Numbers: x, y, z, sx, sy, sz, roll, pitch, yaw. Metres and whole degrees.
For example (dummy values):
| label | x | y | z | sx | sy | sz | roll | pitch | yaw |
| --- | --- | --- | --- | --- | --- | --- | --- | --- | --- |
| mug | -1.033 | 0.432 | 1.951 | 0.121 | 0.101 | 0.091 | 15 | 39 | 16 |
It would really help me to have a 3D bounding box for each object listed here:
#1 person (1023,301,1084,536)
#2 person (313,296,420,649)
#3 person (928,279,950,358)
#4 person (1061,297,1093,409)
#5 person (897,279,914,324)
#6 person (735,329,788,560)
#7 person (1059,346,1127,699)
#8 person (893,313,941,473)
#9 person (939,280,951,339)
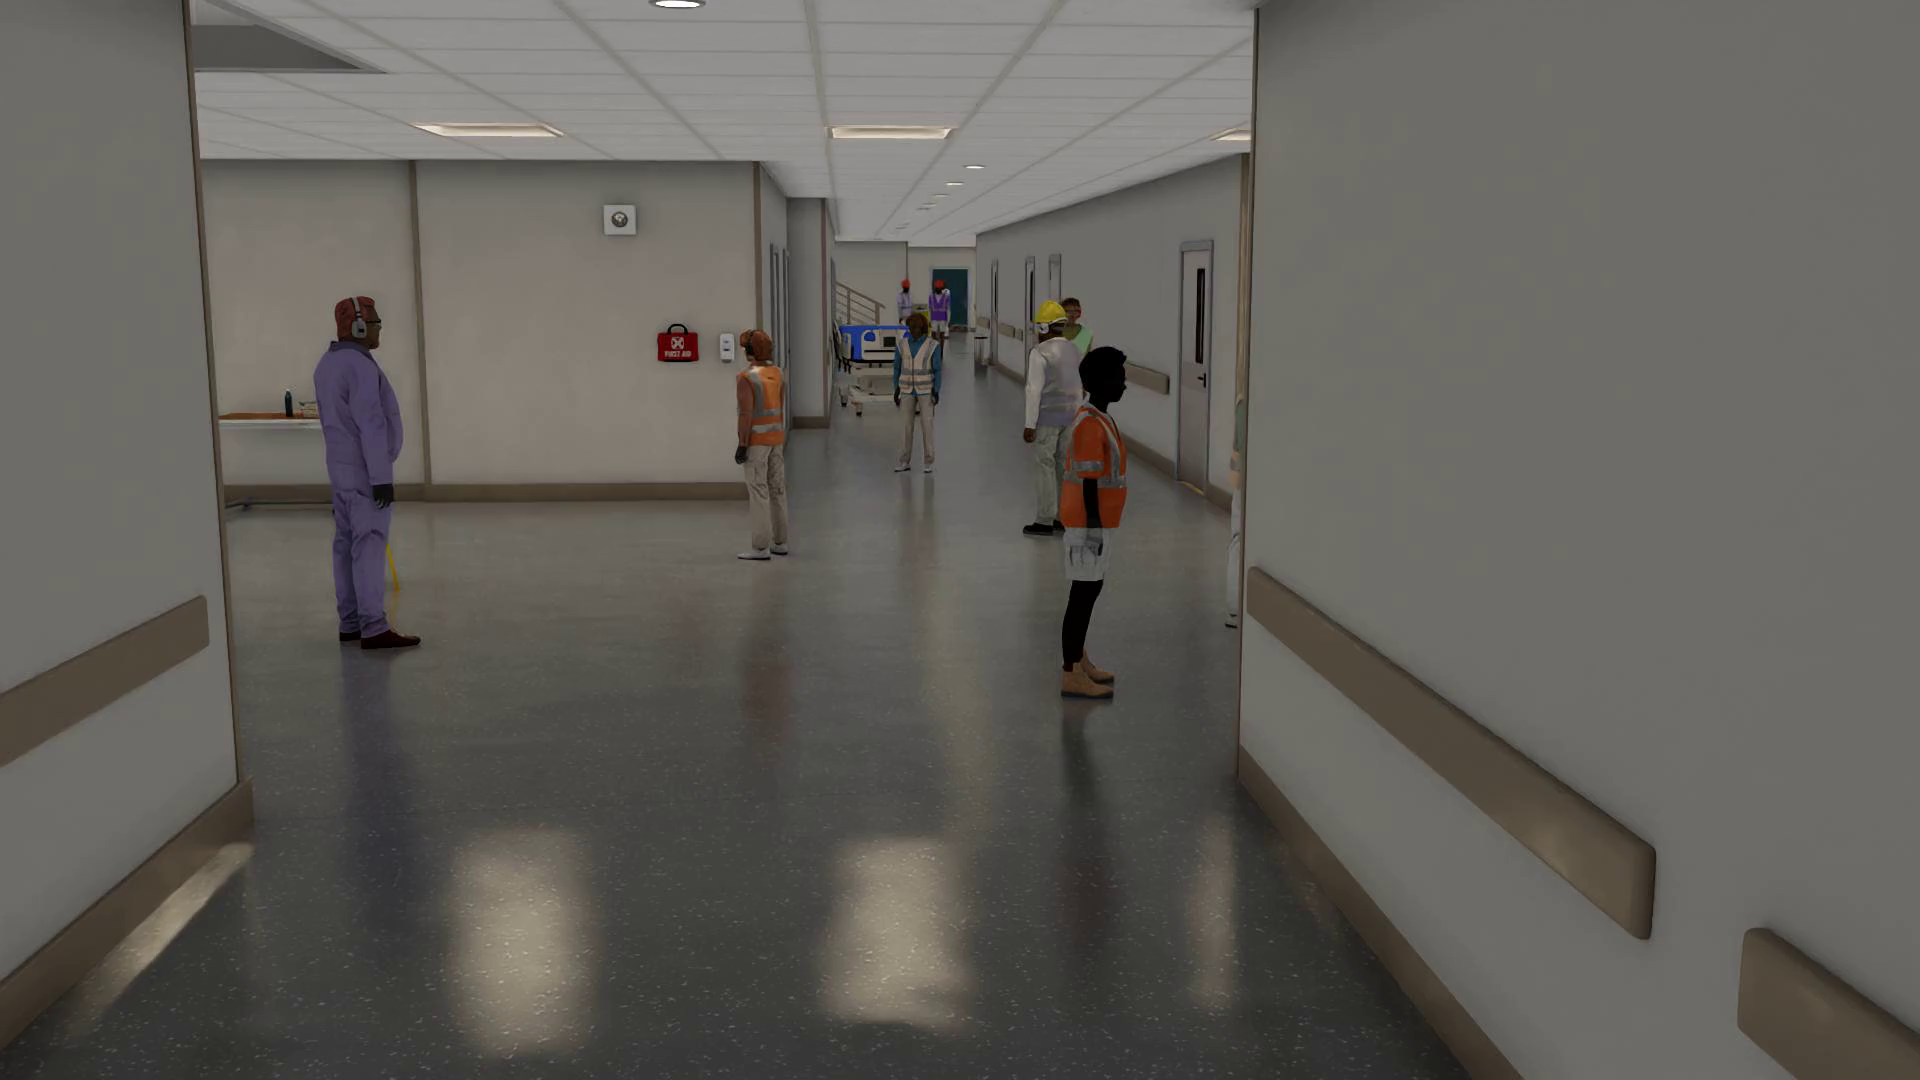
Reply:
| label | x | y | z | sx | sy | sz | roll | pitch | yaw |
| --- | --- | --- | --- | --- | --- | --- | --- | --- | --- |
| person | 0.710 | -0.948 | 13.003 | 0.403 | 1.826 | 0.595 | 8 | 12 | 41 |
| person | -3.238 | -0.366 | 9.074 | 0.406 | 1.911 | 0.639 | -7 | 12 | -39 |
| person | -0.505 | -5.378 | 40.490 | 0.562 | 1.924 | 0.389 | 2 | 9 | 10 |
| person | 1.119 | -1.679 | 17.667 | 0.562 | 1.803 | 0.917 | -1 | 9 | -7 |
| person | -1.472 | -5.972 | 44.233 | 0.552 | 1.918 | 0.574 | 8 | 12 | 41 |
| person | -1.420 | -0.676 | 11.858 | 0.311 | 1.638 | 0.522 | 5 | 10 | 28 |
| person | 0.643 | -0.088 | 8.023 | 0.323 | 1.689 | 0.536 | 2 | 9 | 10 |
| person | -0.442 | -1.509 | 17.095 | 0.512 | 1.639 | 0.311 | 3 | 9 | 17 |
| person | -0.484 | -7.277 | 52.616 | 0.473 | 1.880 | 0.599 | -6 | 11 | -31 |
